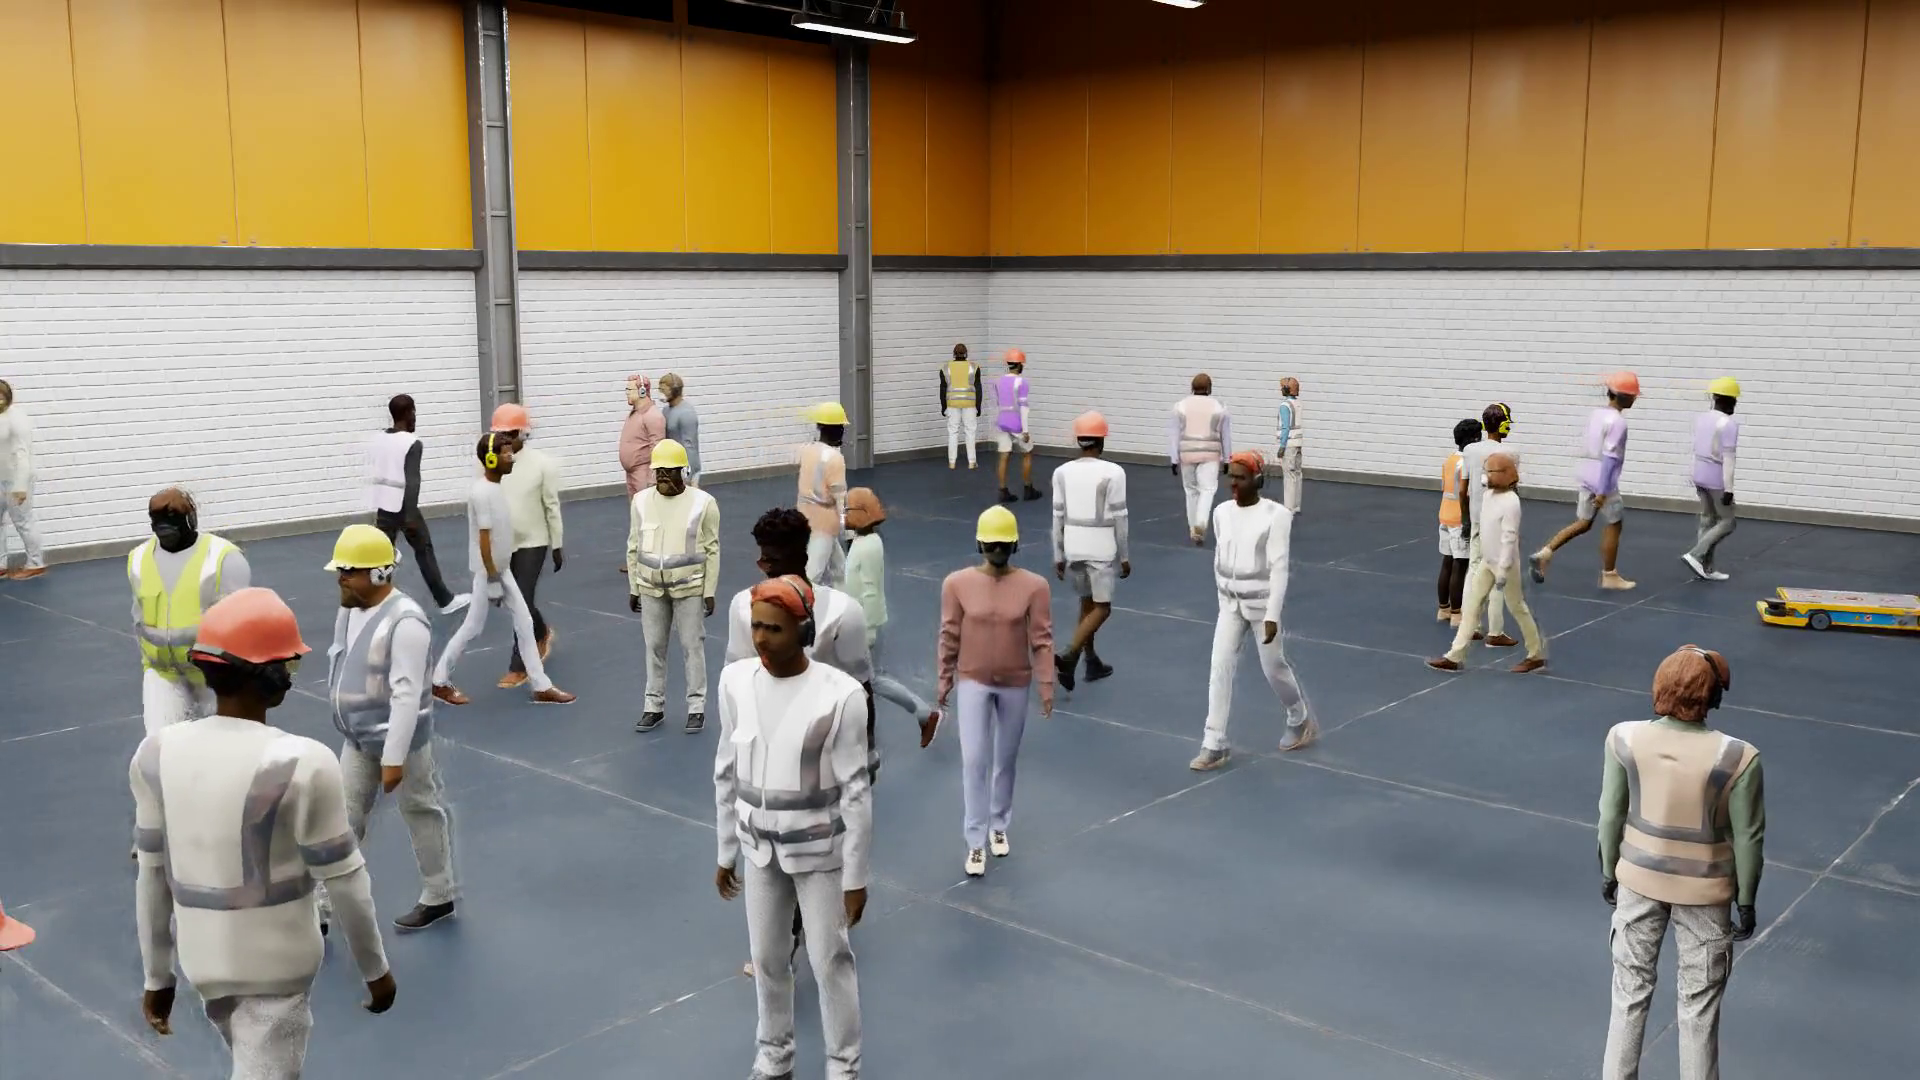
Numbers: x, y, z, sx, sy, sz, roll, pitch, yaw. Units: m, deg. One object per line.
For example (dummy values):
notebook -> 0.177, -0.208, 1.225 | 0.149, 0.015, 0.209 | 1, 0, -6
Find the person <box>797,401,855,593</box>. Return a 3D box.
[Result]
person -> -1.055, -0.126, 12.783 | 1.004, 1.879, 0.607 | -5, 10, -27

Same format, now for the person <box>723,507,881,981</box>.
person -> -0.684, 0.814, 6.754 | 0.597, 1.900, 1.041 | 4, 10, 25

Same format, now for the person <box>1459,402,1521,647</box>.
person -> 4.062, -0.116, 12.722 | 0.315, 1.870, 0.533 | -7, 11, -37

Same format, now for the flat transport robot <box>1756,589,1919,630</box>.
flat transport robot -> 7.258, 0.568, 13.431 | 1.431, 0.197, 0.652 | 3, 10, 19

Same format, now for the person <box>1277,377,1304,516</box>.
person -> 3.890, -1.101, 19.619 | 0.315, 1.641, 0.515 | 6, 11, 31

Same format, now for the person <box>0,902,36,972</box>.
person -> -1.777, 1.446, 2.659 | 0.863, 1.961, 0.621 | -6, 11, -34

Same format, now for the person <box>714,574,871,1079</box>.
person -> -0.550, 1.033, 5.496 | 0.586, 1.879, 0.342 | 5, 10, 28

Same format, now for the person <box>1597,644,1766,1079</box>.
person -> 2.349, 1.156, 5.458 | 0.519, 1.640, 0.307 | 7, 12, 39

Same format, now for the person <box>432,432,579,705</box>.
person -> -3.070, 0.206, 10.896 | 1.006, 1.822, 0.523 | 1, 9, 4

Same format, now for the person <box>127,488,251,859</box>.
person -> -3.825, 0.632, 8.273 | 0.630, 1.798, 0.946 | 0, 9, -1

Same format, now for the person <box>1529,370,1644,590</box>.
person -> 5.634, -0.524, 14.898 | 0.920, 2.004, 0.641 | 0, 9, -2

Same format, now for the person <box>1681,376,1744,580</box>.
person -> 6.948, -0.553, 15.351 | 0.465, 1.912, 0.585 | -2, 9, -11

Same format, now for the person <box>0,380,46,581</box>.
person -> -8.707, -0.528, 15.216 | 0.656, 1.896, 0.694 | 4, 10, 24

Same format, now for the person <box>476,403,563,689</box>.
person -> -3.097, -0.004, 11.759 | 0.631, 1.963, 0.961 | 2, 9, 12

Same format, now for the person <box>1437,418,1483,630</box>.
person -> 4.032, -0.132, 13.378 | 0.321, 1.693, 0.530 | -1, 9, -4

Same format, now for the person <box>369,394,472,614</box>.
person -> -4.559, -0.261, 13.659 | 0.613, 1.858, 1.012 | 6, 11, 34

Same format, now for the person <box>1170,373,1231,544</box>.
person -> 2.545, -0.866, 17.637 | 0.633, 1.814, 0.852 | 2, 9, 14

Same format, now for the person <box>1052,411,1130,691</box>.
person -> 0.849, 0.079, 11.370 | 0.551, 1.916, 0.806 | 6, 11, 35

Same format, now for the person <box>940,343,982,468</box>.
person -> 0.018, -1.960, 24.405 | 0.621, 1.839, 0.429 | 1, 9, 5

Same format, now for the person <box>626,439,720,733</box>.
person -> -1.786, 0.286, 10.310 | 0.587, 1.833, 0.404 | 1, 9, 7

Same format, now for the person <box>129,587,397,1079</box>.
person -> -1.856, 1.113, 4.603 | 0.624, 1.993, 1.032 | 3, 10, 20

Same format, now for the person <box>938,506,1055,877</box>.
person -> 0.177, 0.712, 7.894 | 0.553, 1.737, 0.738 | 0, 9, -3

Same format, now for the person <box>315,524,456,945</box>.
person -> -2.519, 0.837, 6.953 | 0.626, 1.792, 0.872 | 8, 12, 40

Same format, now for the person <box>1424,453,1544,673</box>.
person -> 3.777, 0.178, 11.743 | 0.880, 1.584, 0.514 | -1, 9, -9

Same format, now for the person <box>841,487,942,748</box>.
person -> -0.485, 0.486, 9.775 | 0.684, 1.615, 0.503 | -2, 9, -10

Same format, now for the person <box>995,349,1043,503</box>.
person -> 0.756, -1.434, 20.846 | 0.571, 1.913, 0.780 | 8, 12, 43

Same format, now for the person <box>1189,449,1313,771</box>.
person -> 1.730, 0.383, 9.706 | 0.966, 1.849, 0.593 | -9, 12, -43

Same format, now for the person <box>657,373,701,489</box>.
person -> -2.649, -0.617, 15.722 | 0.393, 1.926, 0.643 | -5, 11, -31

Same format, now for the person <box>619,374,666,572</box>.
person -> -3.005, -0.603, 15.667 | 0.409, 1.907, 0.651 | -6, 11, -31
